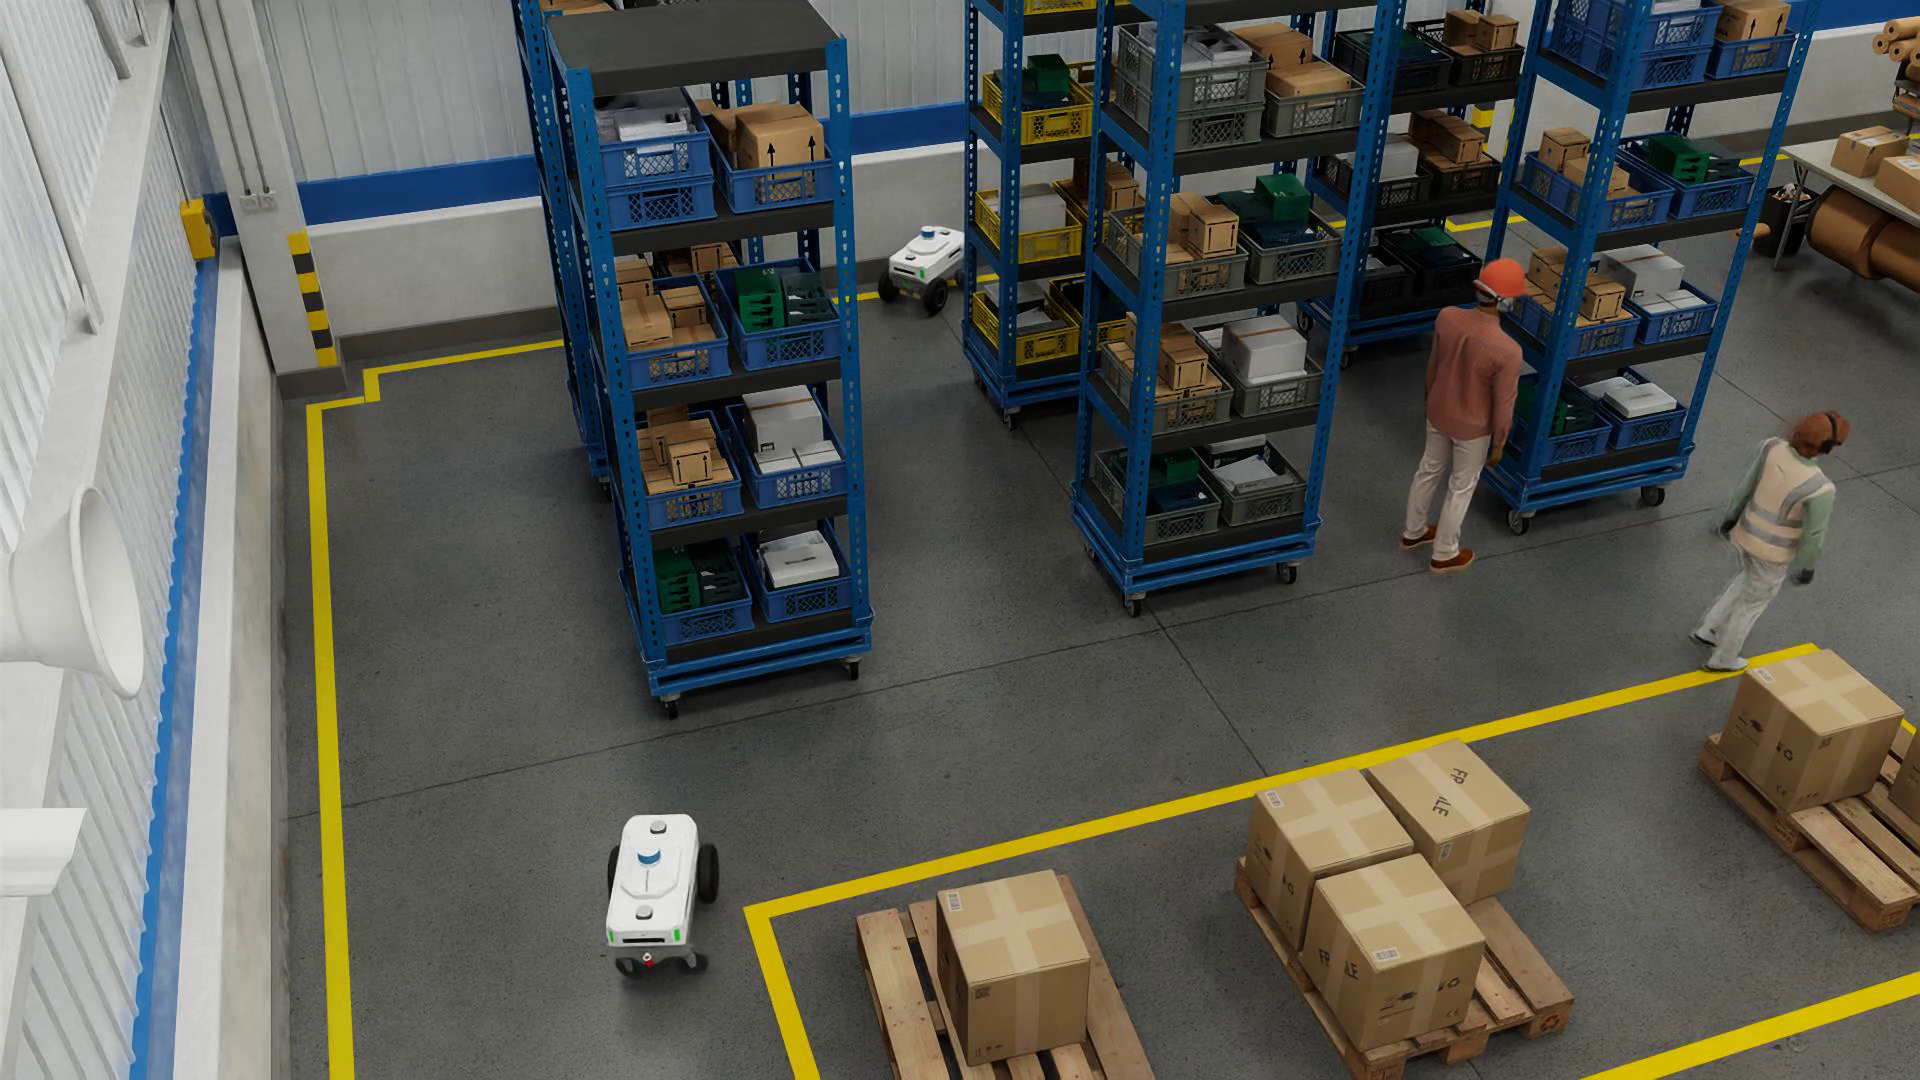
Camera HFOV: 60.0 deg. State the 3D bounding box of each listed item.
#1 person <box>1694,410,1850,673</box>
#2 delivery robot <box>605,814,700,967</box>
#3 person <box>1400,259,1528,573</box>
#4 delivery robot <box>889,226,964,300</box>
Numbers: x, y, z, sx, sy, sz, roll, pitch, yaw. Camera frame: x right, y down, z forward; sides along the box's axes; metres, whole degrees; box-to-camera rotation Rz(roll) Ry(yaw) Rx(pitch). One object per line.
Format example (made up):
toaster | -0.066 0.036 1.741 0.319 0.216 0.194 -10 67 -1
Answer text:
person | 4.294 0.025 8.826 0.391 1.621 0.545 -8 36 -12
delivery robot | -1.379 1.559 7.498 0.477 0.478 0.707 -1 35 -1
person | 2.912 -0.697 9.553 0.409 1.981 0.620 -21 40 -27
delivery robot | -0.245 -2.176 12.793 0.477 0.478 0.707 18 39 24
